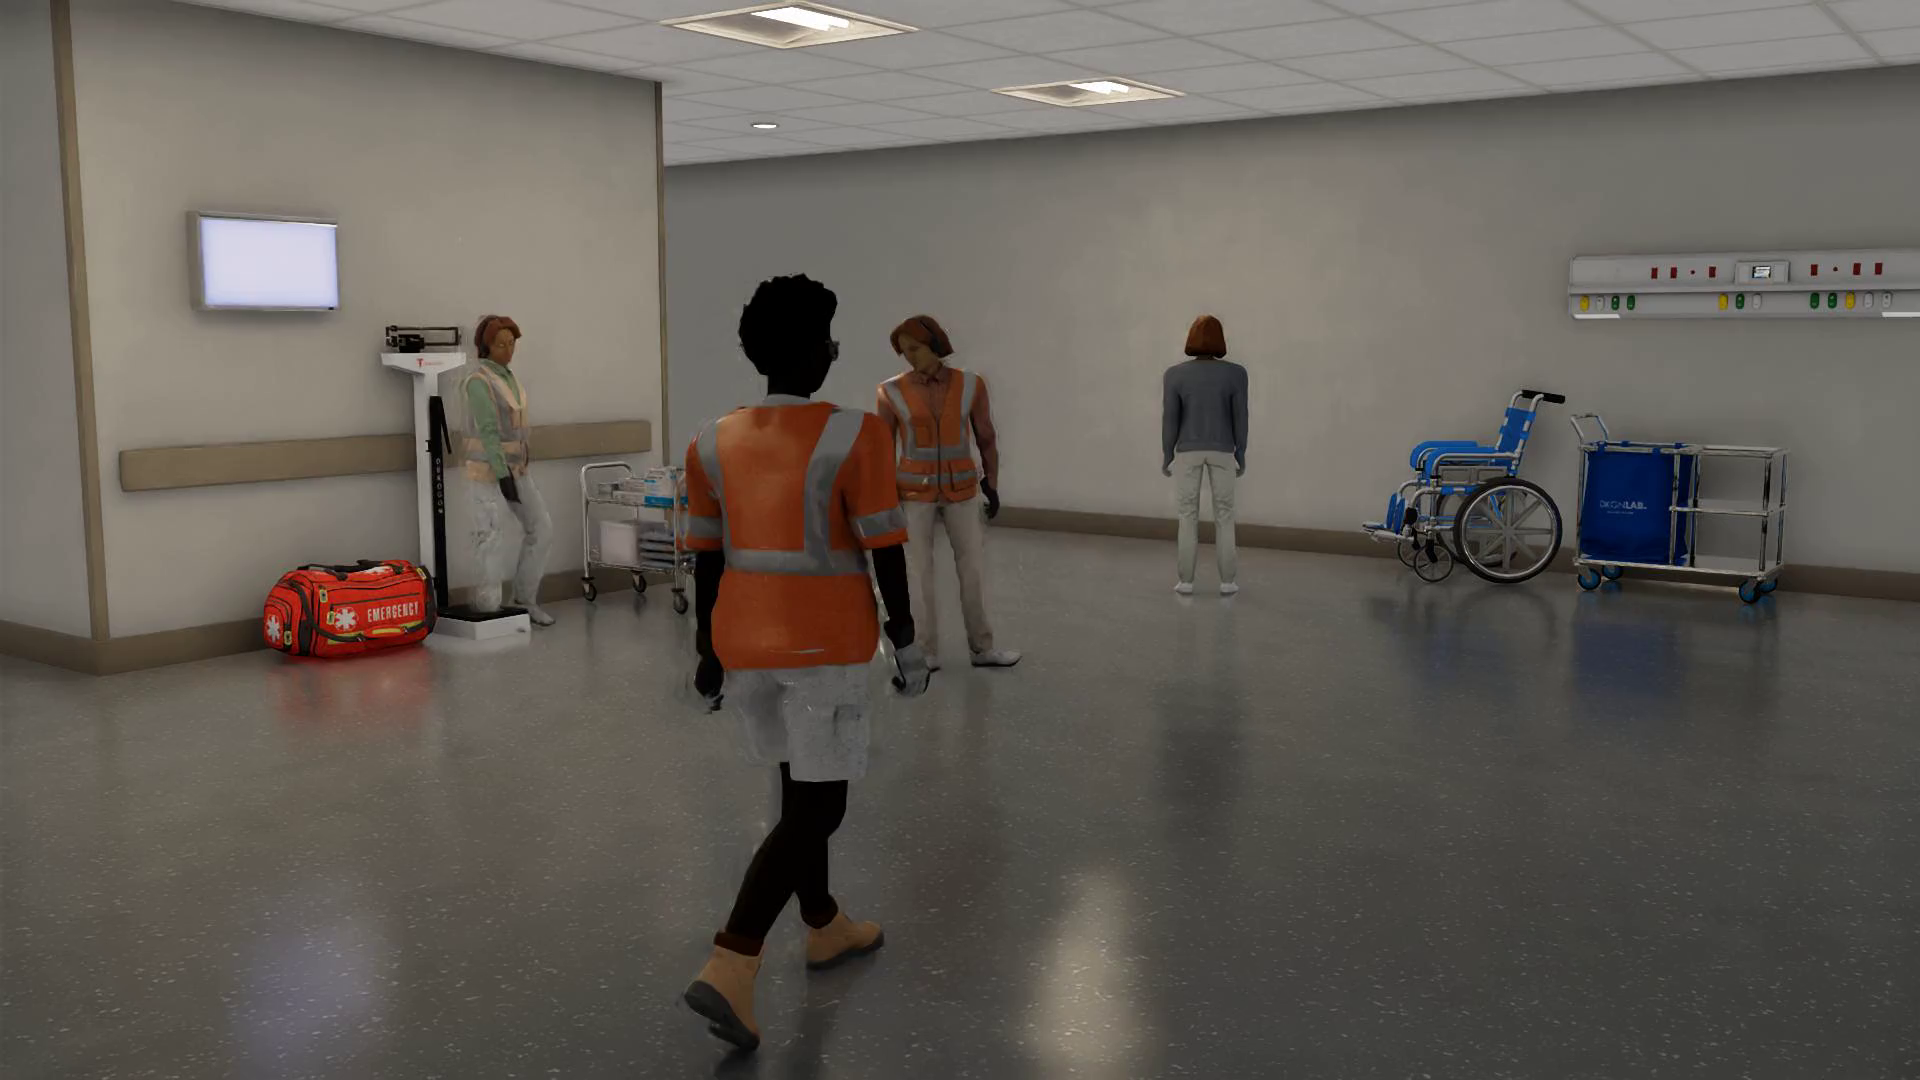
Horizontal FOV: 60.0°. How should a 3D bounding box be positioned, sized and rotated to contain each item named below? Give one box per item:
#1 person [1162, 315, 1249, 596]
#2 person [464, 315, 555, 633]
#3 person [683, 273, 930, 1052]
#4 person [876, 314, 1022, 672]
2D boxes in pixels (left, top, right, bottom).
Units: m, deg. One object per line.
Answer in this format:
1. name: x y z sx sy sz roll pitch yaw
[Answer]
1. person: 1.424 -0.486 9.684 0.500 1.634 0.286 1 7 8
2. person: -2.268 -0.313 8.338 0.484 1.615 0.517 1 7 11
3. person: -0.405 0.242 3.691 0.534 1.669 0.803 4 8 31
4. person: -0.058 -0.187 7.370 0.642 1.609 0.398 -1 7 -8
